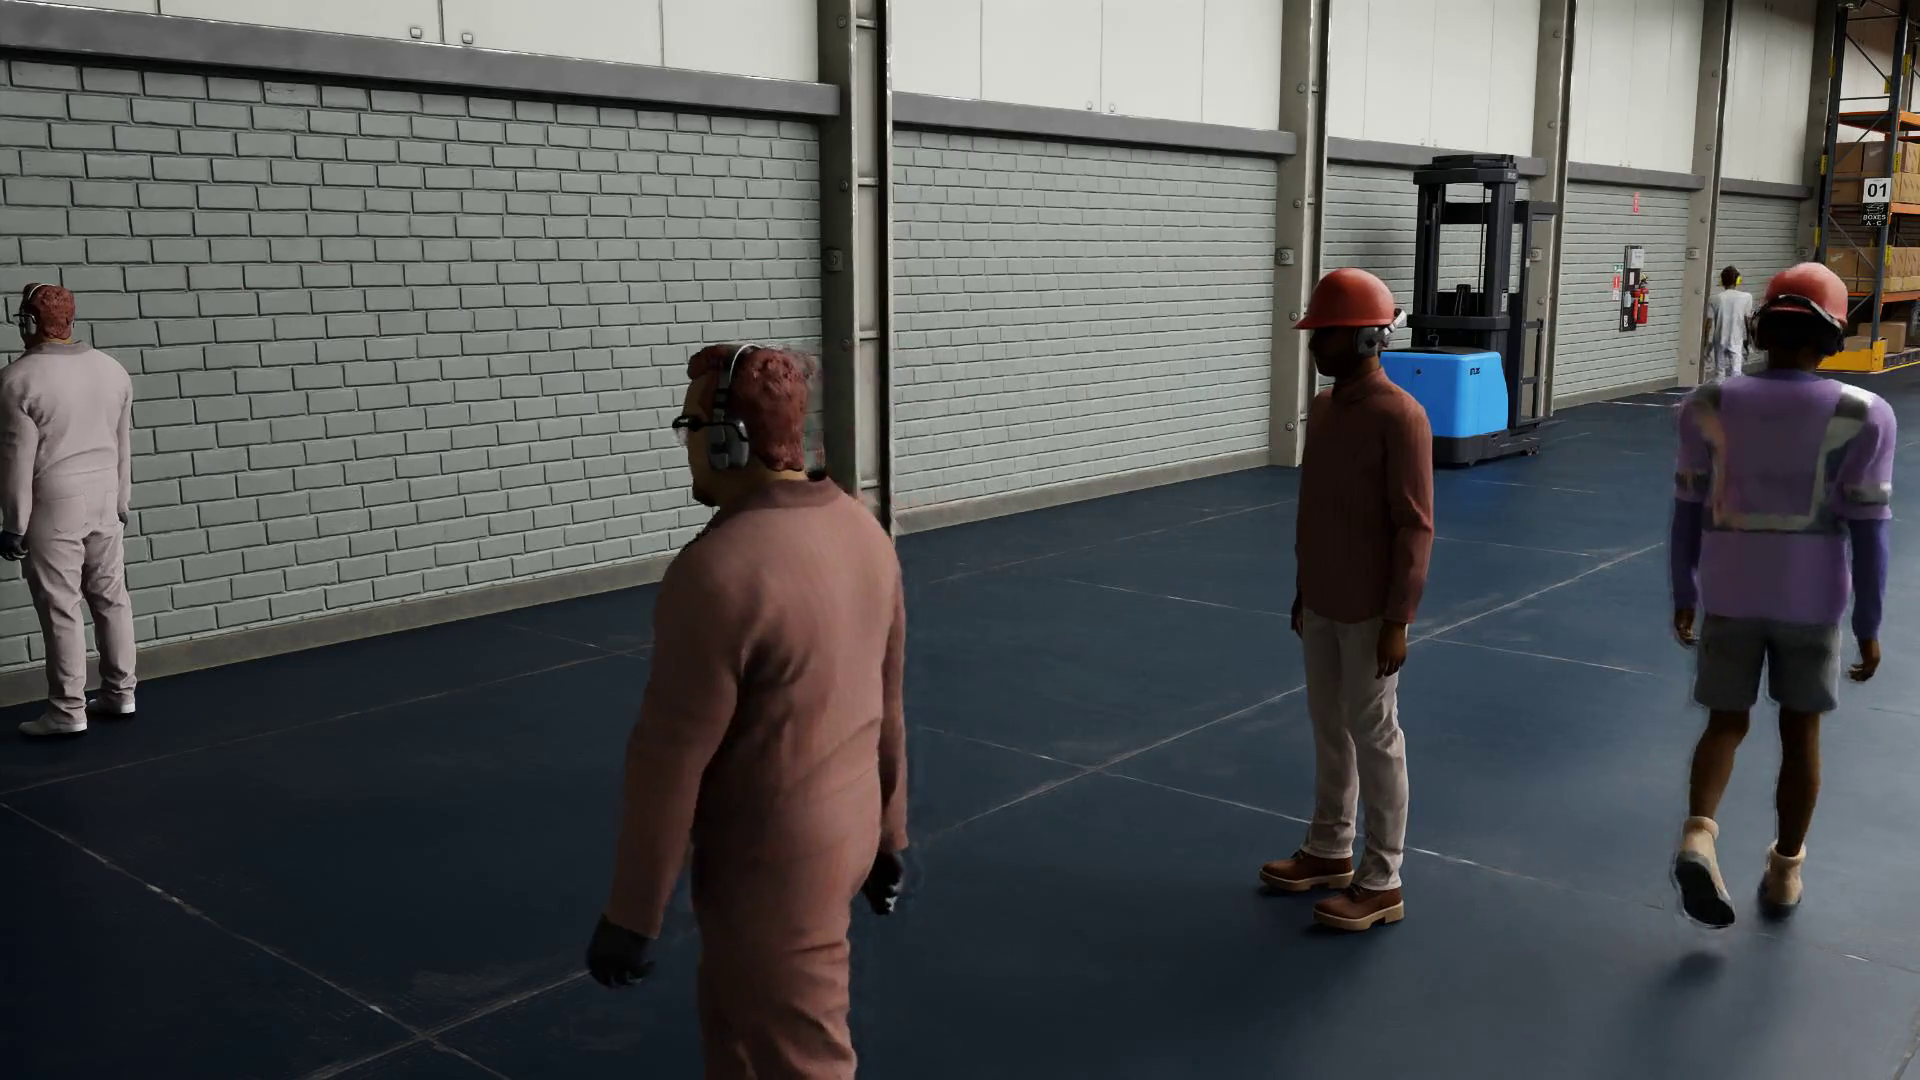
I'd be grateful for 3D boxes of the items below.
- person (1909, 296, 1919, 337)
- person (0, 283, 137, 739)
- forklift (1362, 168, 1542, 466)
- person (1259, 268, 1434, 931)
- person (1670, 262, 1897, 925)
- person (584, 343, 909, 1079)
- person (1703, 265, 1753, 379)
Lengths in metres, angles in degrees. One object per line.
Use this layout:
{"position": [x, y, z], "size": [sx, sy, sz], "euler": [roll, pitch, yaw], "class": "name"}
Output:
{"position": [14.921, -3.237, 25.621], "size": [0.785, 1.596, 0.530], "euler": [-9, 13, -42], "class": "person"}
{"position": [-3.808, -0.126, 7.061], "size": [0.407, 1.908, 0.643], "euler": [3, 10, 18], "class": "person"}
{"position": [4.875, -2.212, 16.287], "size": [1.129, 2.768, 1.873], "euler": [8, 13, 40], "class": "forklift"}
{"position": [1.180, 0.177, 5.084], "size": [0.396, 1.992, 0.622], "euler": [-3, 10, -17], "class": "person"}
{"position": [2.411, 0.185, 4.979], "size": [0.622, 2.019, 0.745], "euler": [7, 12, 34], "class": "person"}
{"position": [-0.437, 0.585, 3.076], "size": [0.797, 1.877, 0.654], "euler": [3, 11, 19], "class": "person"}
{"position": [9.070, -2.306, 19.643], "size": [0.539, 1.850, 0.664], "euler": [6, 11, 29], "class": "person"}
